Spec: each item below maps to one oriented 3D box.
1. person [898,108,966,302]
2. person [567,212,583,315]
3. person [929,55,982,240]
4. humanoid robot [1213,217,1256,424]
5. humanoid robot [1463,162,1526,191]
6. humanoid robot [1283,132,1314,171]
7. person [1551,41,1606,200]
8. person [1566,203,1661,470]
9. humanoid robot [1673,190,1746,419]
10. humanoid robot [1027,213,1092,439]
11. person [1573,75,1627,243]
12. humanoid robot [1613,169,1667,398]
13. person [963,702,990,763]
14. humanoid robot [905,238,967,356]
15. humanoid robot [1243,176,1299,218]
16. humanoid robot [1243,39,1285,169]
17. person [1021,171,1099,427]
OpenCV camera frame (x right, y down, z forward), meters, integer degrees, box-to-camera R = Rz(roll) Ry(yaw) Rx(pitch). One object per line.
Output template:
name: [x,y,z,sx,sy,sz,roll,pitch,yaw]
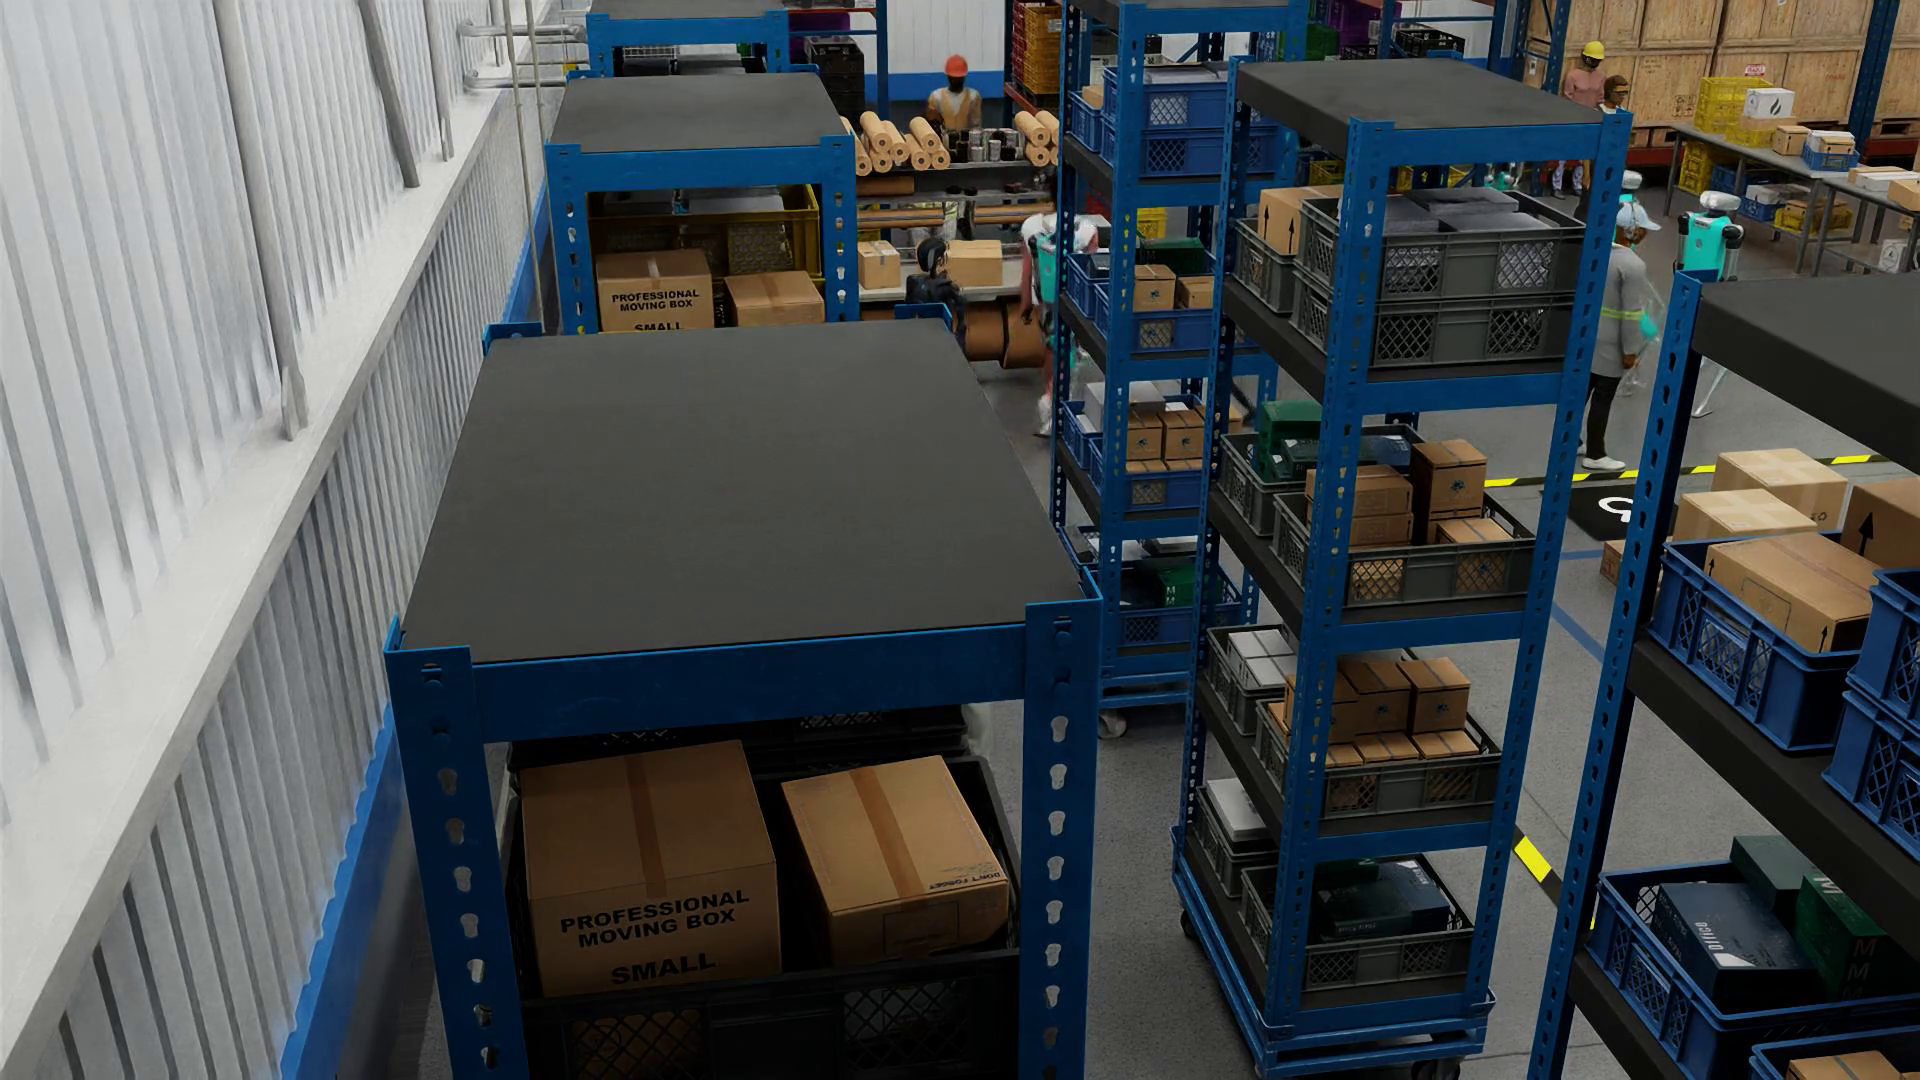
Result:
person: [-0.244,-2.865,14.645,0.623,1.844,0.429,-2,25,-5]
person: [-2.744,-1.876,12.482,0.511,1.858,0.332,-21,32,-38]
person: [-0.052,-3.933,16.877,0.563,1.921,0.480,-1,25,-2]
humanoid robot: [1.975,-1.505,11.918,0.638,1.639,0.599,-3,25,-6]
humanoid robot: [5.219,-3.642,16.520,0.578,1.812,0.912,-6,25,-12]
humanoid robot: [3.611,-4.420,18.155,1.047,1.739,0.559,-9,26,-18]
person: [7.031,-4.744,18.830,0.522,1.761,0.337,-6,25,-12]
person: [4.475,-1.398,11.446,0.396,1.850,0.588,-6,25,-12]
humanoid robot: [5.554,-1.737,12.157,0.735,1.677,0.533,-11,27,-23]
humanoid robot: [0.914,-1.514,11.840,0.966,1.720,0.573,-18,30,-34]
person: [6.254,-3.611,16.268,0.499,1.841,0.341,-17,30,-32]
humanoid robot: [5.256,-1.926,12.768,0.808,1.801,0.531,4,25,8]
person: [0.009,0.308,7.763,0.414,1.831,0.570,-8,26,-18]
humanoid robot: [-0.139,-1.236,11.299,0.600,1.653,0.420,20,32,37]
humanoid robot: [2.692,-2.644,14.403,0.593,1.635,0.727,15,29,29]
humanoid robot: [3.580,-4.795,19.009,0.993,1.773,0.530,17,30,33]
person: [0.714,-1.733,12.117,0.600,1.890,0.754,12,27,24]
